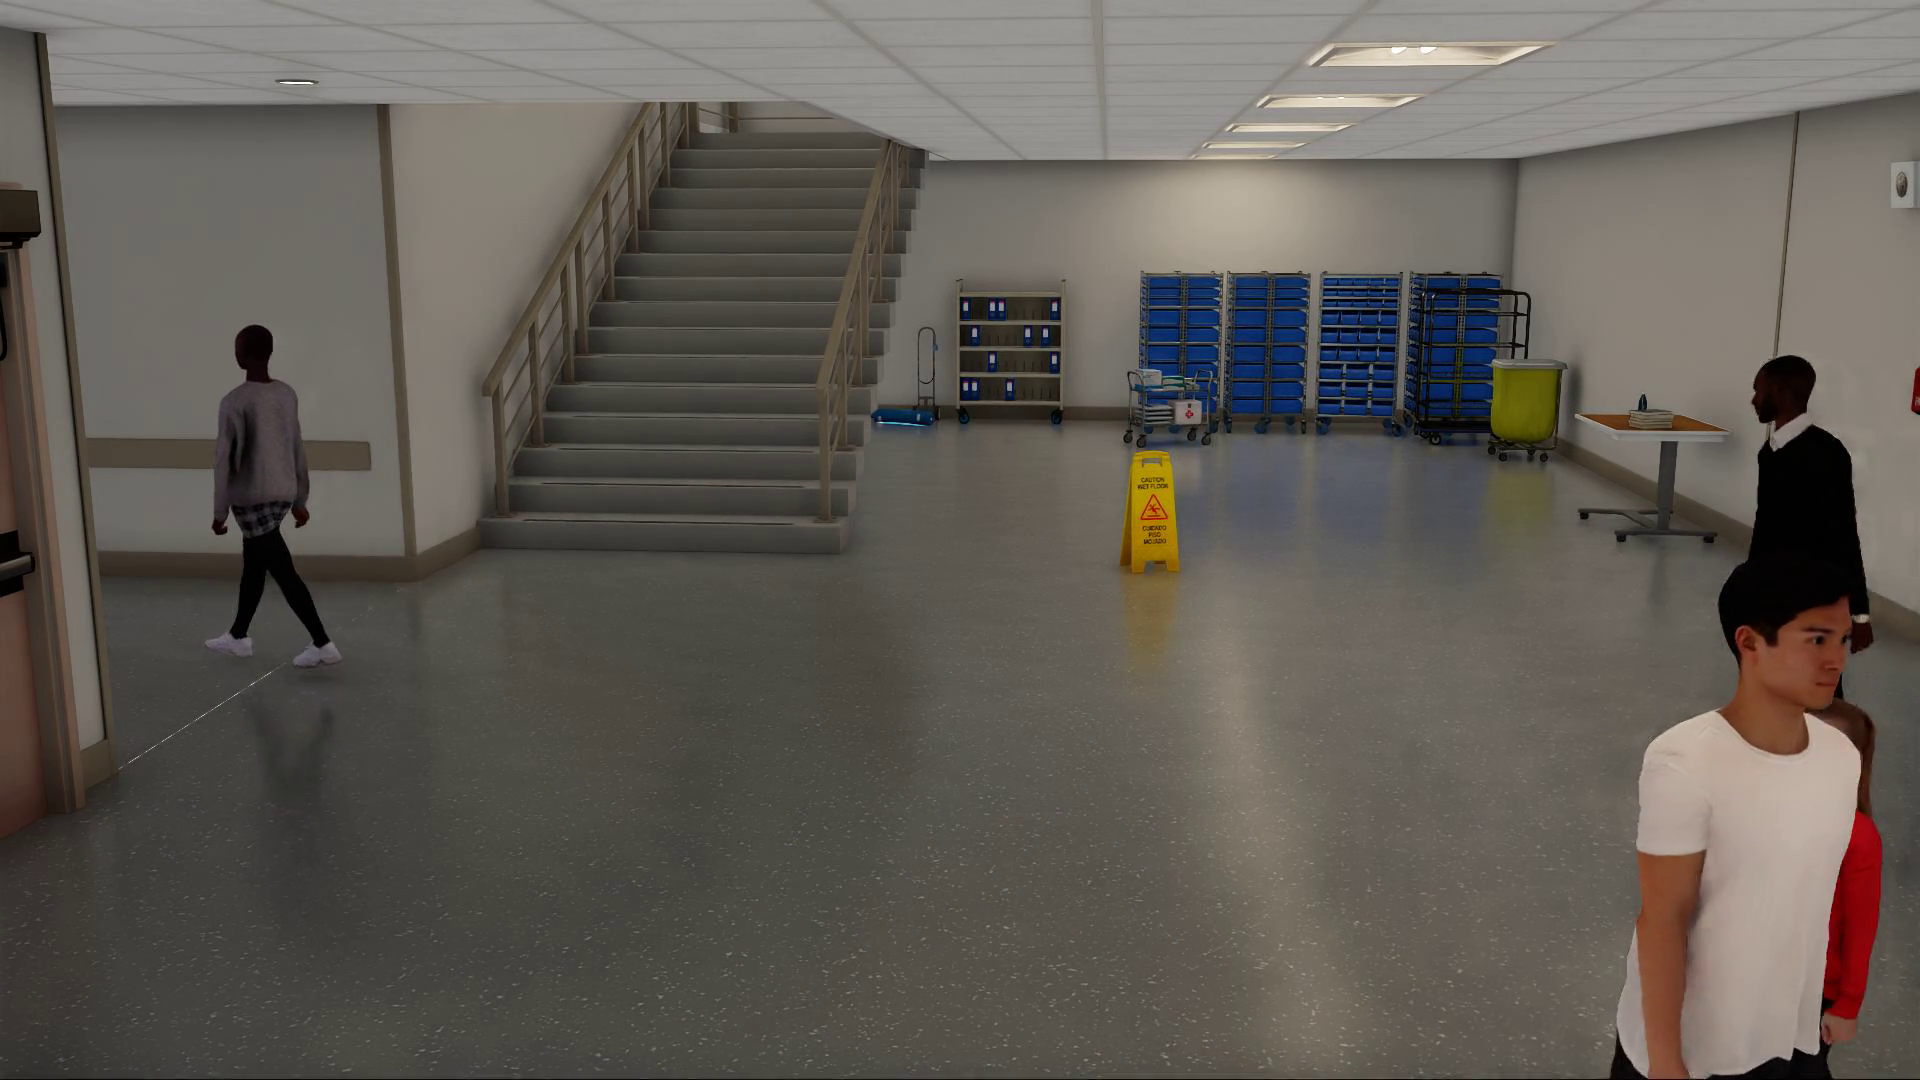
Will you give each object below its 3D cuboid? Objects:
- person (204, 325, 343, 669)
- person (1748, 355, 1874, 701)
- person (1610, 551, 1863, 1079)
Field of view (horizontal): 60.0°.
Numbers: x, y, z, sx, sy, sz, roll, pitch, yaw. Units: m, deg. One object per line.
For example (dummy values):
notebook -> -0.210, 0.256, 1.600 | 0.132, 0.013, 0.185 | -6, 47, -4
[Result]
person -> -3.429, -0.166, 8.355 | 0.904, 1.726, 1.144 | 4, 12, 22
person -> 3.166, 0.234, 6.114 | 0.929, 1.776, 0.635 | -3, 11, -18
person -> 1.334, 0.857, 3.059 | 0.901, 1.691, 1.171 | -3, 11, -15
